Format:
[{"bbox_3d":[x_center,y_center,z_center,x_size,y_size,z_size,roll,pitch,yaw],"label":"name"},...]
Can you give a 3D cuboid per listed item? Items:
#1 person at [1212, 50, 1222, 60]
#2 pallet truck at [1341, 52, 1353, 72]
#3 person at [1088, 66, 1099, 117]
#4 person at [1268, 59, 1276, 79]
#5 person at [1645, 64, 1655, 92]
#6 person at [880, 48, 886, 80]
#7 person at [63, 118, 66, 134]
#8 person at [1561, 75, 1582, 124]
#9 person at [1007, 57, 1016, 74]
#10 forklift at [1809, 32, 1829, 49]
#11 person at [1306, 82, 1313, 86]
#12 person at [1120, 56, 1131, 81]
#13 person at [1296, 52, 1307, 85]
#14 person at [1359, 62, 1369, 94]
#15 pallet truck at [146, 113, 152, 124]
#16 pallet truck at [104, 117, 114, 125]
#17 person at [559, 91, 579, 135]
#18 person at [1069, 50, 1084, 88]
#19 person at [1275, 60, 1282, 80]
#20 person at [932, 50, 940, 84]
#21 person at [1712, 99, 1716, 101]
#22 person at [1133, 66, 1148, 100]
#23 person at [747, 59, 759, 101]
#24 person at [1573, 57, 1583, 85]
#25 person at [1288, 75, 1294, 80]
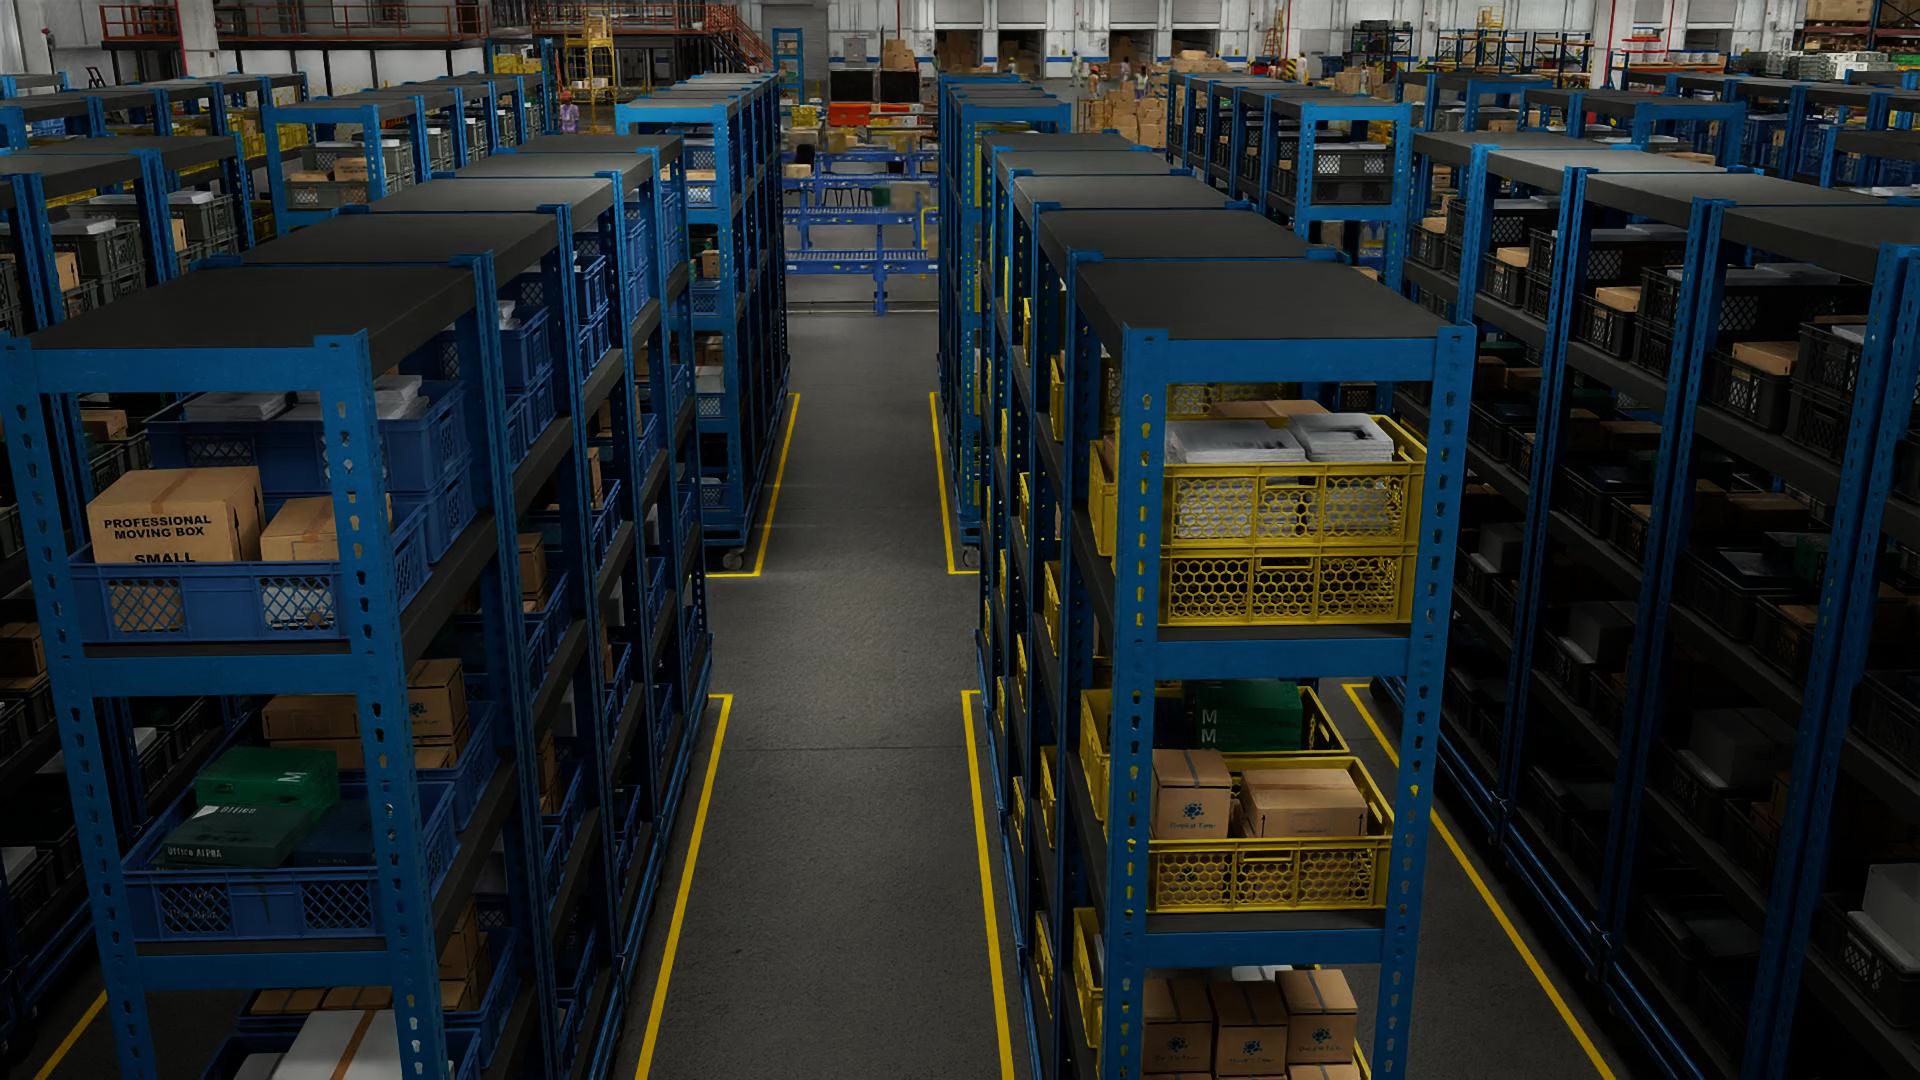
[{"bbox_3d":[13.425,-24.634,87.015,0.588,1.930,0.359,-7,19,-20],"label":"person"},{"bbox_3d":[18.794,-23.123,82.231,0.823,1.965,1.885,-13,22,-35],"label":"pallet truck"},{"bbox_3d":[5.241,-17.545,65.062,0.352,1.940,0.545,-14,22,-36],"label":"person"},{"bbox_3d":[15.097,-22.392,80.469,0.541,1.691,0.322,-15,23,-39],"label":"person"},{"bbox_3d":[30.756,-20.427,74.094,0.567,1.878,0.350,-8,20,-24],"label":"person"},{"bbox_3d":[-4.100,-26.995,94.314,1.028,1.937,0.655,4,18,11],"label":"person"},{"bbox_3d":[-22.984,-10.171,42.295,0.654,1.906,0.407,-9,20,-25],"label":"person"},{"bbox_3d":[20.160,-14.304,54.873,0.688,2.000,0.535,10,20,28],"label":"person"},{"bbox_3d":[2.518,-23.012,82.315,0.456,1.728,0.487,14,22,36],"label":"person"},{"bbox_3d":[45.950,-25.863,89.297,1.129,2.768,1.873,-1,18,-2],"label":"forklift"},{"bbox_3d":[11.931,-14.855,57.135,0.320,1.692,0.534,7,19,20],"label":"person"},{"bbox_3d":[8.041,-22.655,81.089,0.869,1.816,0.632,16,24,41],"label":"person"},{"bbox_3d":[17.061,-23.382,83.126,0.377,1.940,0.628,-16,24,-40],"label":"person"},{"bbox_3d":[17.375,-19.579,71.521,0.461,1.885,0.570,-6,19,-19],"label":"person"},{"bbox_3d":[-18.087,-8.309,36.390,1.885,1.965,0.823,-1,18,-4],"label":"pallet truck"},{"bbox_3d":[-18.367,-7.885,35.078,1.885,1.965,0.823,1,18,2],"label":"pallet truck"},{"bbox_3d":[-10.535,-11.045,44.781,0.615,2.044,0.371,9,20,25],"label":"person"},{"bbox_3d":[6.187,-24.840,87.691,0.947,1.913,0.592,11,21,31],"label":"person"},{"bbox_3d":[14.265,-20.578,74.627,0.421,1.832,0.523,8,20,23],"label":"person"},{"bbox_3d":[-1.309,-26.035,91.518,0.429,1.832,0.637,-4,18,-11],"label":"person"},{"bbox_3d":[21.840,-12.006,48.443,0.507,1.623,0.375,2,18,5],"label":"person"},{"bbox_3d":[7.259,-18.138,67.038,0.598,1.864,0.957,-10,20,-27],"label":"person"},{"bbox_3d":[-9.279,-20.644,74.742,0.574,1.884,0.356,2,18,6],"label":"person"},{"bbox_3d":[28.866,-21.584,77.660,0.597,1.878,0.980,-15,23,-39],"label":"person"},{"bbox_3d":[11.955,-15.813,59.914,0.973,1.819,0.520,5,19,15],"label":"person"}]
